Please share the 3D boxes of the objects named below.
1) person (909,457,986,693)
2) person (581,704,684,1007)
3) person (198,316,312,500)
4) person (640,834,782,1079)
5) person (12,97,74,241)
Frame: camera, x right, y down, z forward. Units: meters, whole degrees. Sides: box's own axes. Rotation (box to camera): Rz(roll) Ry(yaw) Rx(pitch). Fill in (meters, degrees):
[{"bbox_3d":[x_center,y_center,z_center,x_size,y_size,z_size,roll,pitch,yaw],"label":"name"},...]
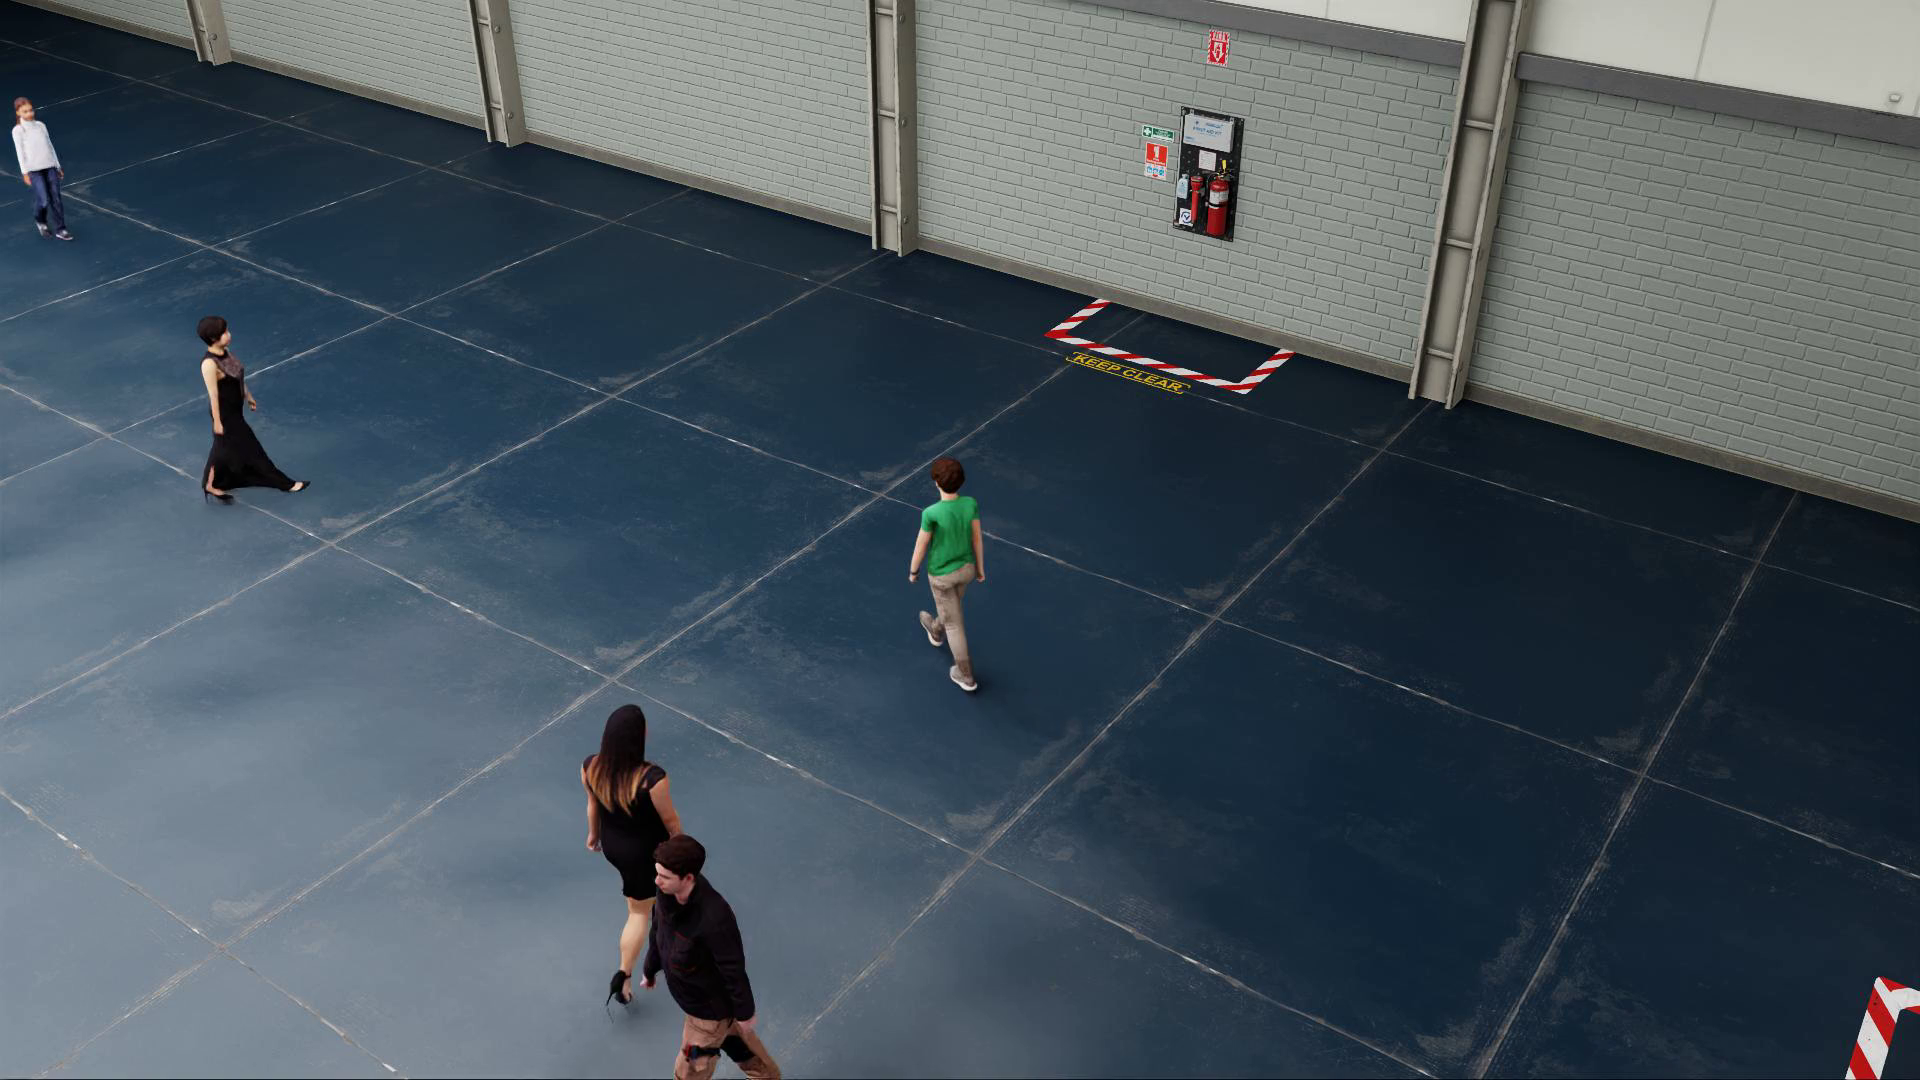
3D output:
[{"bbox_3d":[-0.011,0.261,10.820,0.885,1.625,1.126,-18,36,-26],"label":"person"},{"bbox_3d":[-1.706,1.650,8.569,1.051,1.677,0.864,13,35,20],"label":"person"},{"bbox_3d":[-5.713,-0.954,12.816,1.109,1.551,1.041,-5,33,-8],"label":"person"},{"bbox_3d":[-1.098,2.077,7.706,1.037,1.877,1.213,-21,38,-30],"label":"person"},{"bbox_3d":[-9.718,-3.918,17.519,0.613,1.546,0.525,20,37,28],"label":"person"}]
